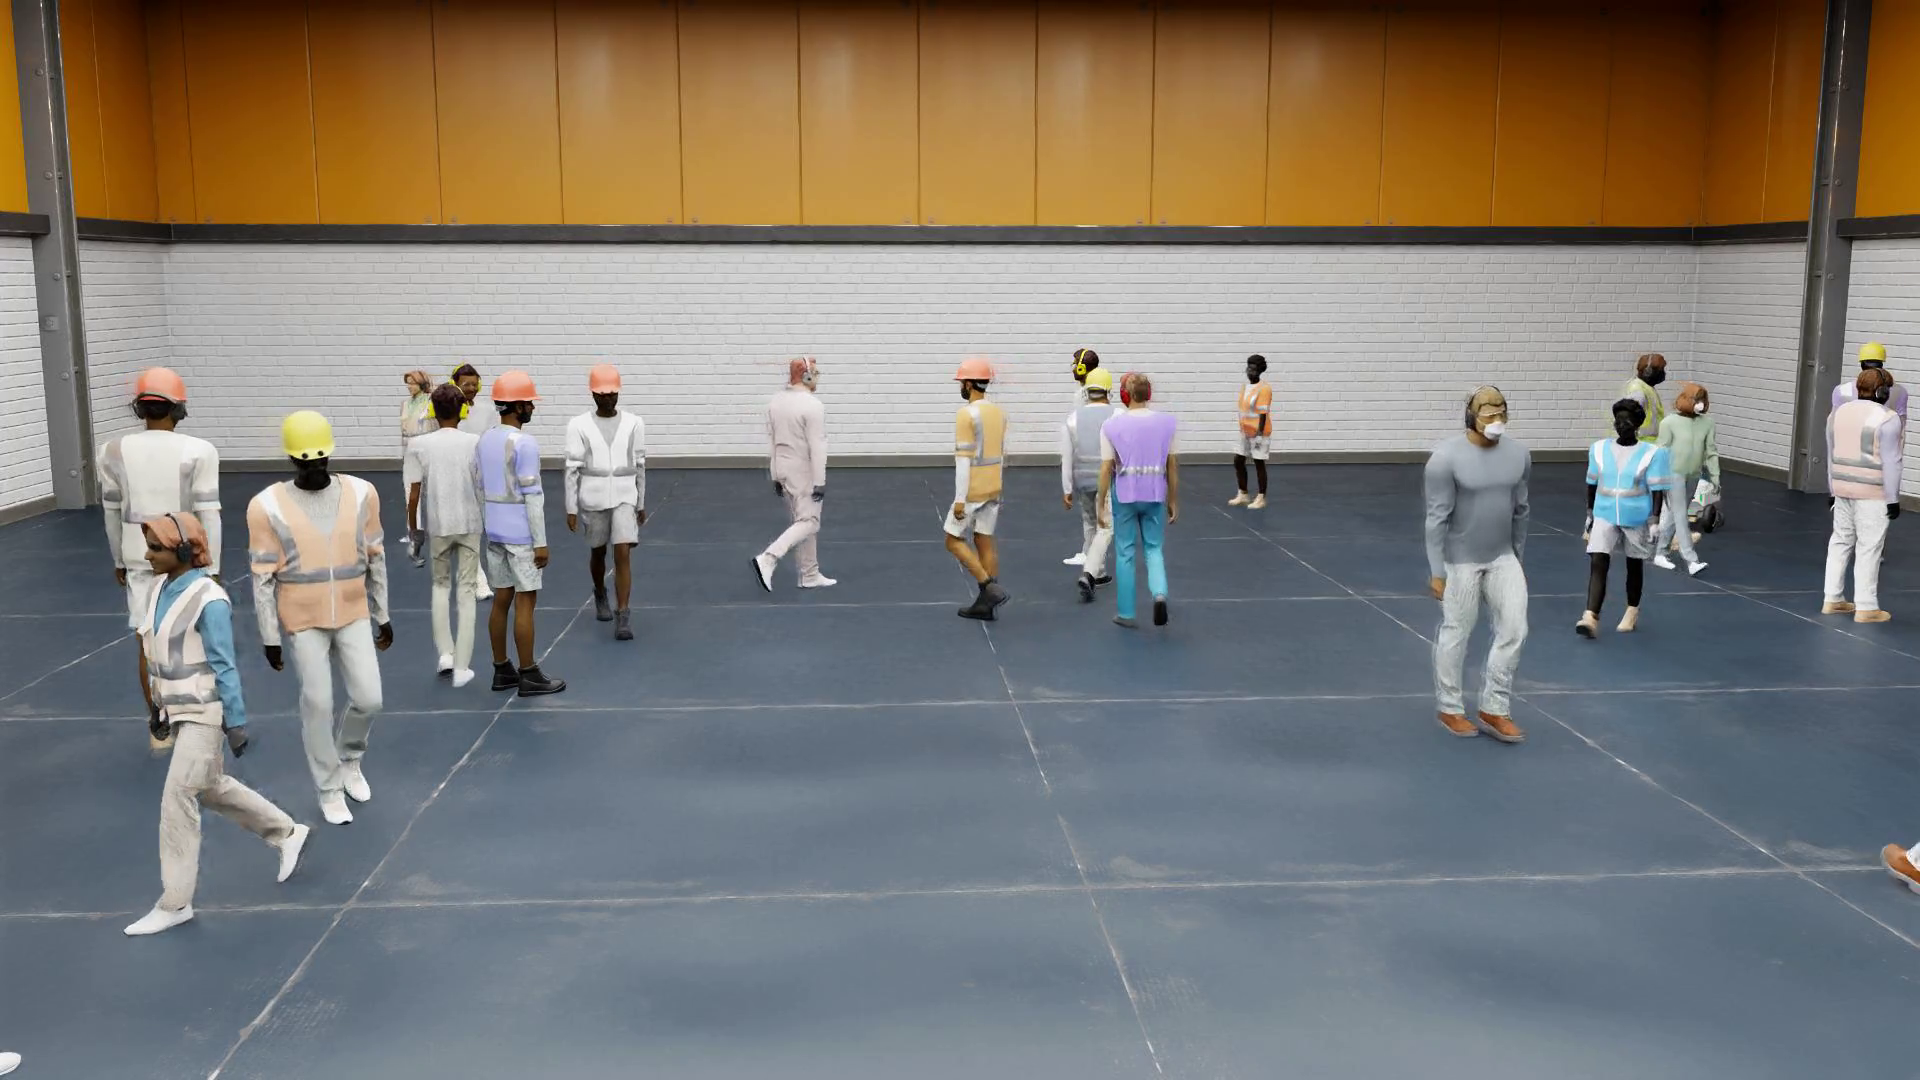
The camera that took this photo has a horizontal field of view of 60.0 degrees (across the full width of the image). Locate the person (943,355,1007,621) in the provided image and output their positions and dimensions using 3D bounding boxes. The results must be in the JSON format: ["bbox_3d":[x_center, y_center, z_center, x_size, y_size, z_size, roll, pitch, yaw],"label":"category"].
[{"bbox_3d":[0.117,-0.360,11.970,0.421,1.924,0.570,6,11,34],"label":"person"}]

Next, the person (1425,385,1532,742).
[{"bbox_3d":[2.796,0.141,8.850,0.659,1.916,0.666,-2,9,-15],"label":"person"}]

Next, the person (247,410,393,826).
[{"bbox_3d":[-2.875,0.355,7.547,0.610,1.903,0.421,-7,11,-36],"label":"person"}]

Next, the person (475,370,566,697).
[{"bbox_3d":[-2.639,-0.039,9.924,0.544,1.939,0.372,8,12,41],"label":"person"}]

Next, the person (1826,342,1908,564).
[{"bbox_3d":[7.842,-0.748,14.417,0.594,1.922,0.386,3,10,20],"label":"person"}]

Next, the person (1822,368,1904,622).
[{"bbox_3d":[6.570,-0.331,12.081,0.428,1.838,0.625,-2,9,-13],"label":"person"}]

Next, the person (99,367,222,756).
[{"bbox_3d":[-4.230,0.083,8.924,0.623,2.000,0.944,-2,9,-11],"label":"person"}]

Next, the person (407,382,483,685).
[{"bbox_3d":[-3.109,-0.045,10.265,0.521,1.839,0.629,-1,9,-9],"label":"person"}]

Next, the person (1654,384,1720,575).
[{"bbox_3d":[6.099,-0.504,13.887,0.517,1.585,0.871,-2,9,-12],"label":"person"}]

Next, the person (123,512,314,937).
[{"bbox_3d":[-2.922,0.670,6.516,0.532,1.605,0.768,8,12,41],"label":"person"}]

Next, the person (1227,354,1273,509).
[{"bbox_3d":[3.125,-1.141,17.665,0.448,1.672,0.556,-5,10,-27],"label":"person"}]

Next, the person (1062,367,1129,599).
[{"bbox_3d":[1.068,-0.448,12.959,0.600,1.794,0.888,5,10,27],"label":"person"}]

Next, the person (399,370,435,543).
[{"bbox_3d":[-5.036,-0.803,15.721,0.520,1.622,0.644,5,10,28],"label":"person"}]

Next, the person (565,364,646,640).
[{"bbox_3d":[-2.488,-0.294,11.697,0.562,1.893,1.000,-3,9,-17],"label":"person"}]

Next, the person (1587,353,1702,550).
[{"bbox_3d":[6.290,-0.812,15.258,1.002,1.789,0.638,5,10,28],"label":"person"}]

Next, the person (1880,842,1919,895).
[{"bbox_3d":[4.164,0.536,6.500,0.657,1.886,0.880,-2,9,-15],"label":"person"}]

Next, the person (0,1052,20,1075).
[{"bbox_3d":[-3.250,0.734,5.131,0.597,1.916,0.372,8,12,42],"label":"person"}]

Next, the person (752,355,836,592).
[{"bbox_3d":[-1.307,-0.508,13.066,0.759,1.884,0.650,-7,11,-36],"label":"person"}]

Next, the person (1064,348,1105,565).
[{"bbox_3d":[1.086,-0.712,14.364,0.335,1.873,0.521,5,10,27],"label":"person"}]

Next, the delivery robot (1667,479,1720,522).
[{"bbox_3d":[7.251,-0.431,16.421,0.477,0.478,0.707,7,12,37],"label":"delivery robot"}]

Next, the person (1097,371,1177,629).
[{"bbox_3d":[1.248,-0.264,11.650,0.597,1.830,0.534,-2,9,-14],"label":"person"}]

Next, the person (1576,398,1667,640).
[{"bbox_3d":[4.514,-0.134,11.375,0.553,1.647,0.875,7,11,35],"label":"person"}]

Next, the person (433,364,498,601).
[{"bbox_3d":[-3.806,-0.464,12.991,0.544,1.817,1.002,-6,11,-32],"label":"person"}]
